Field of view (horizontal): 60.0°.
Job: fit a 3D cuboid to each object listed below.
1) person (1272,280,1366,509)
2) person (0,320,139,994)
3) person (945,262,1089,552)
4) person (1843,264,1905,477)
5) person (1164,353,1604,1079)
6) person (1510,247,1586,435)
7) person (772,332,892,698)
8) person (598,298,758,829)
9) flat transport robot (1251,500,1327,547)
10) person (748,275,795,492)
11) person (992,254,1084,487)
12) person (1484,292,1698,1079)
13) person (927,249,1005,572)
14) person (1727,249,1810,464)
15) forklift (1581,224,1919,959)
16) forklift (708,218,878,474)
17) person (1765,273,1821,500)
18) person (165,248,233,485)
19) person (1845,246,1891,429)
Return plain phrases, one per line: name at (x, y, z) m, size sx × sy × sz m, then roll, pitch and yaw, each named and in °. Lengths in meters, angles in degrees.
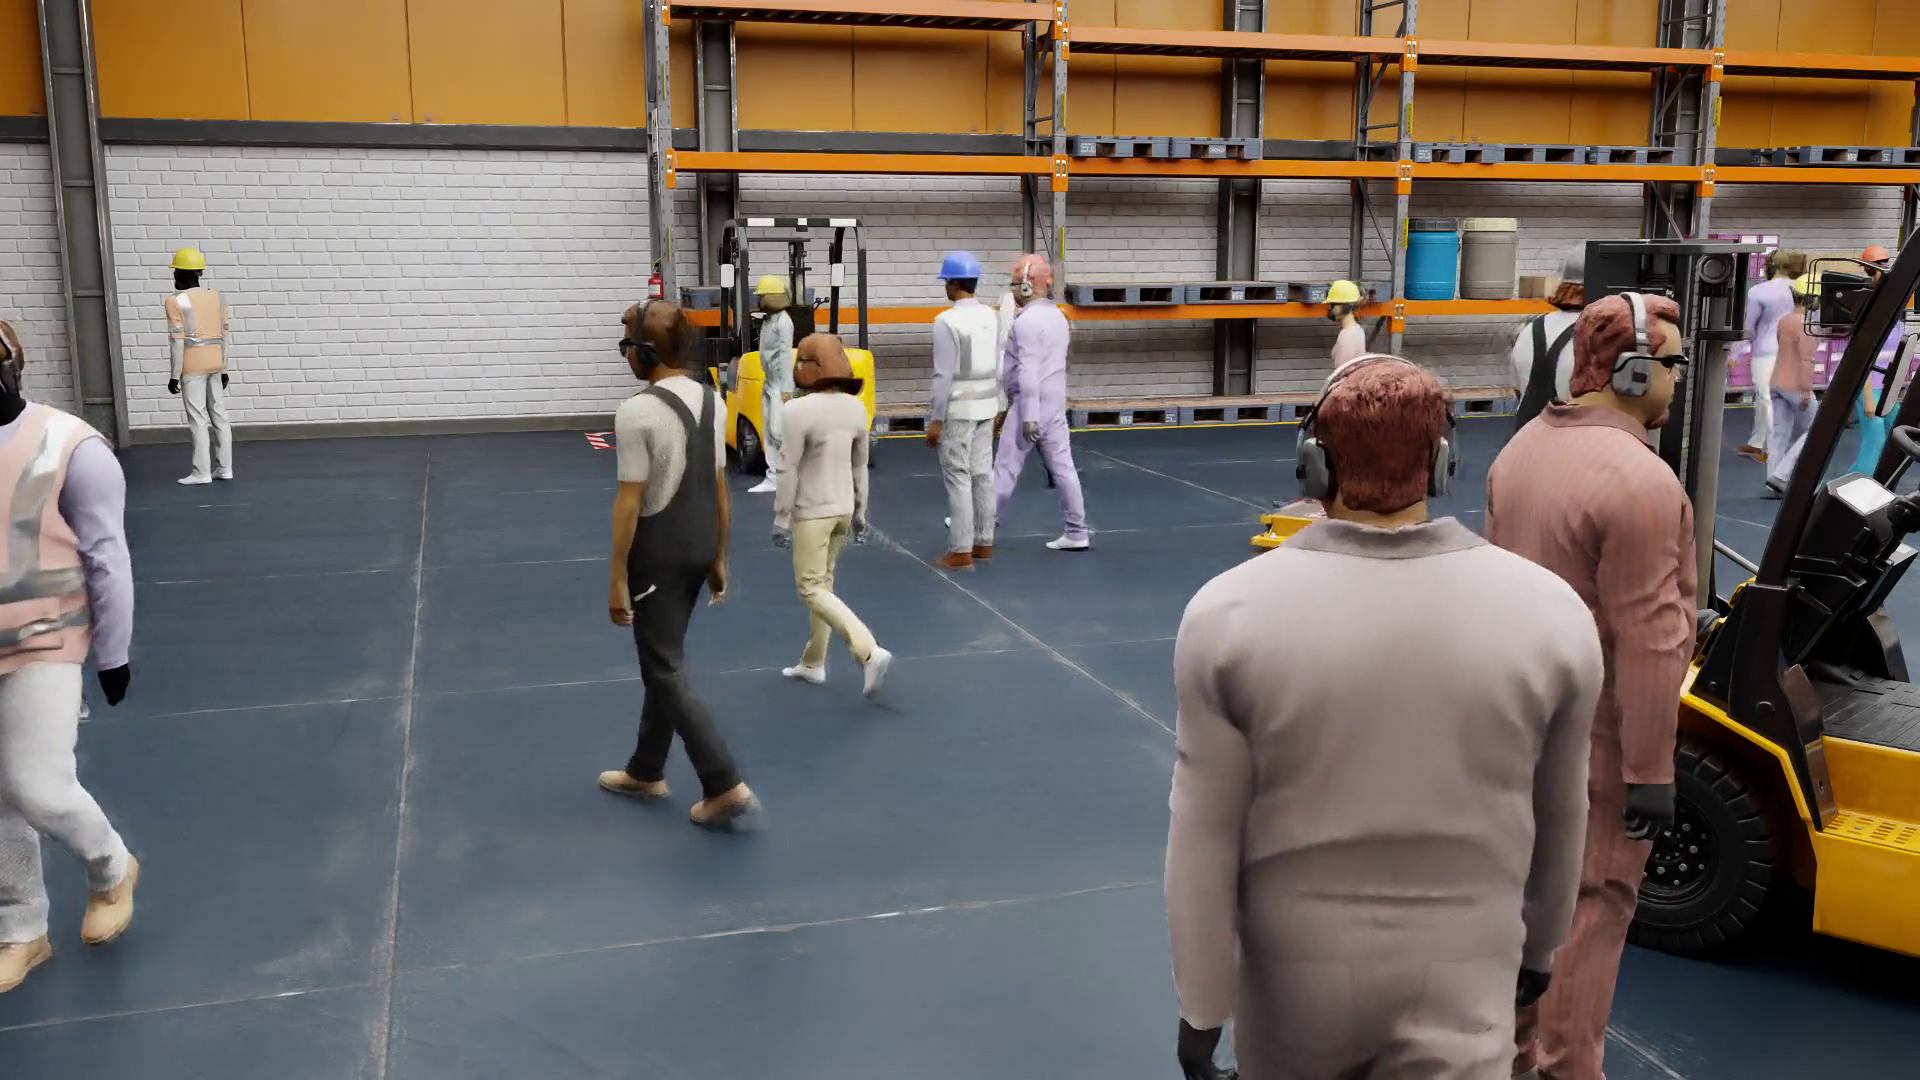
person at (2.691, -0.957, 11.711) m, size 0.918 × 1.712 × 0.542 m, roll 3°, pitch 11°, yaw 15°
person at (-2.580, 0.307, 4.477) m, size 0.629 × 1.828 × 0.438 m, roll 1°, pitch 10°, yaw 6°
person at (0.415, -0.852, 10.744) m, size 0.990 × 1.852 × 0.678 m, roll 5°, pitch 12°, yaw 27°
person at (6.554, -1.046, 11.873) m, size 0.571 × 1.835 × 0.518 m, roll -8°, pitch 13°, yaw -37°
person at (0.642, 0.641, 2.613) m, size 0.642 × 1.850 × 1.028 m, roll 1°, pitch 10°, yaw 7°
person at (2.850, -0.422, 7.887) m, size 0.991 × 2.000 × 0.688 m, roll -5°, pitch 11°, yaw -24°
person at (-0.566, -0.105, 7.323) m, size 0.698 × 1.613 × 0.505 m, roll 7°, pitch 13°, yaw 35°
person at (-1.001, 0.081, 5.736) m, size 0.712 × 1.830 × 0.524 m, roll 6°, pitch 12°, yaw 30°
flat transport robot at (2.527, -0.124, 11.104) m, size 0.652 × 0.197 × 1.431 m, roll 7°, pitch 12°, yaw 32°
person at (-1.380, -1.228, 13.168) m, size 0.555 × 1.734 × 0.488 m, roll -5°, pitch 11°, yaw -23°
person at (0.547, -1.323, 13.246) m, size 0.933 × 1.876 × 0.580 m, roll -6°, pitch 12°, yaw -28°
person at (1.412, 0.410, 3.702) m, size 0.402 × 1.904 × 0.652 m, roll -1°, pitch 10°, yaw -8°
person at (0.022, -0.784, 10.129) m, size 0.399 × 1.947 × 0.611 m, roll 8°, pitch 13°, yaw 36°
person at (7.209, -1.640, 14.932) m, size 0.647 × 1.909 × 0.843 m, roll -4°, pitch 11°, yaw -20°
forklift at (2.909, 0.117, 4.508) m, size 2.313 × 2.155 × 1.214 m, roll 9°, pitch 14°, yaw 40°
forklift at (-1.522, -1.778, 14.899) m, size 1.214 × 2.155 × 2.313 m, roll -3°, pitch 11°, yaw -17°
person at (6.389, -1.152, 12.696) m, size 0.367 × 1.753 × 0.524 m, roll 0°, pitch 10°, yaw -2°
person at (-6.234, -1.413, 13.623) m, size 0.353 × 1.930 × 0.591 m, roll 4°, pitch 11°, yaw 21°
person at (9.590, -2.120, 17.505) m, size 0.542 × 1.928 × 0.375 m, roll -9°, pitch 14°, yaw -40°
